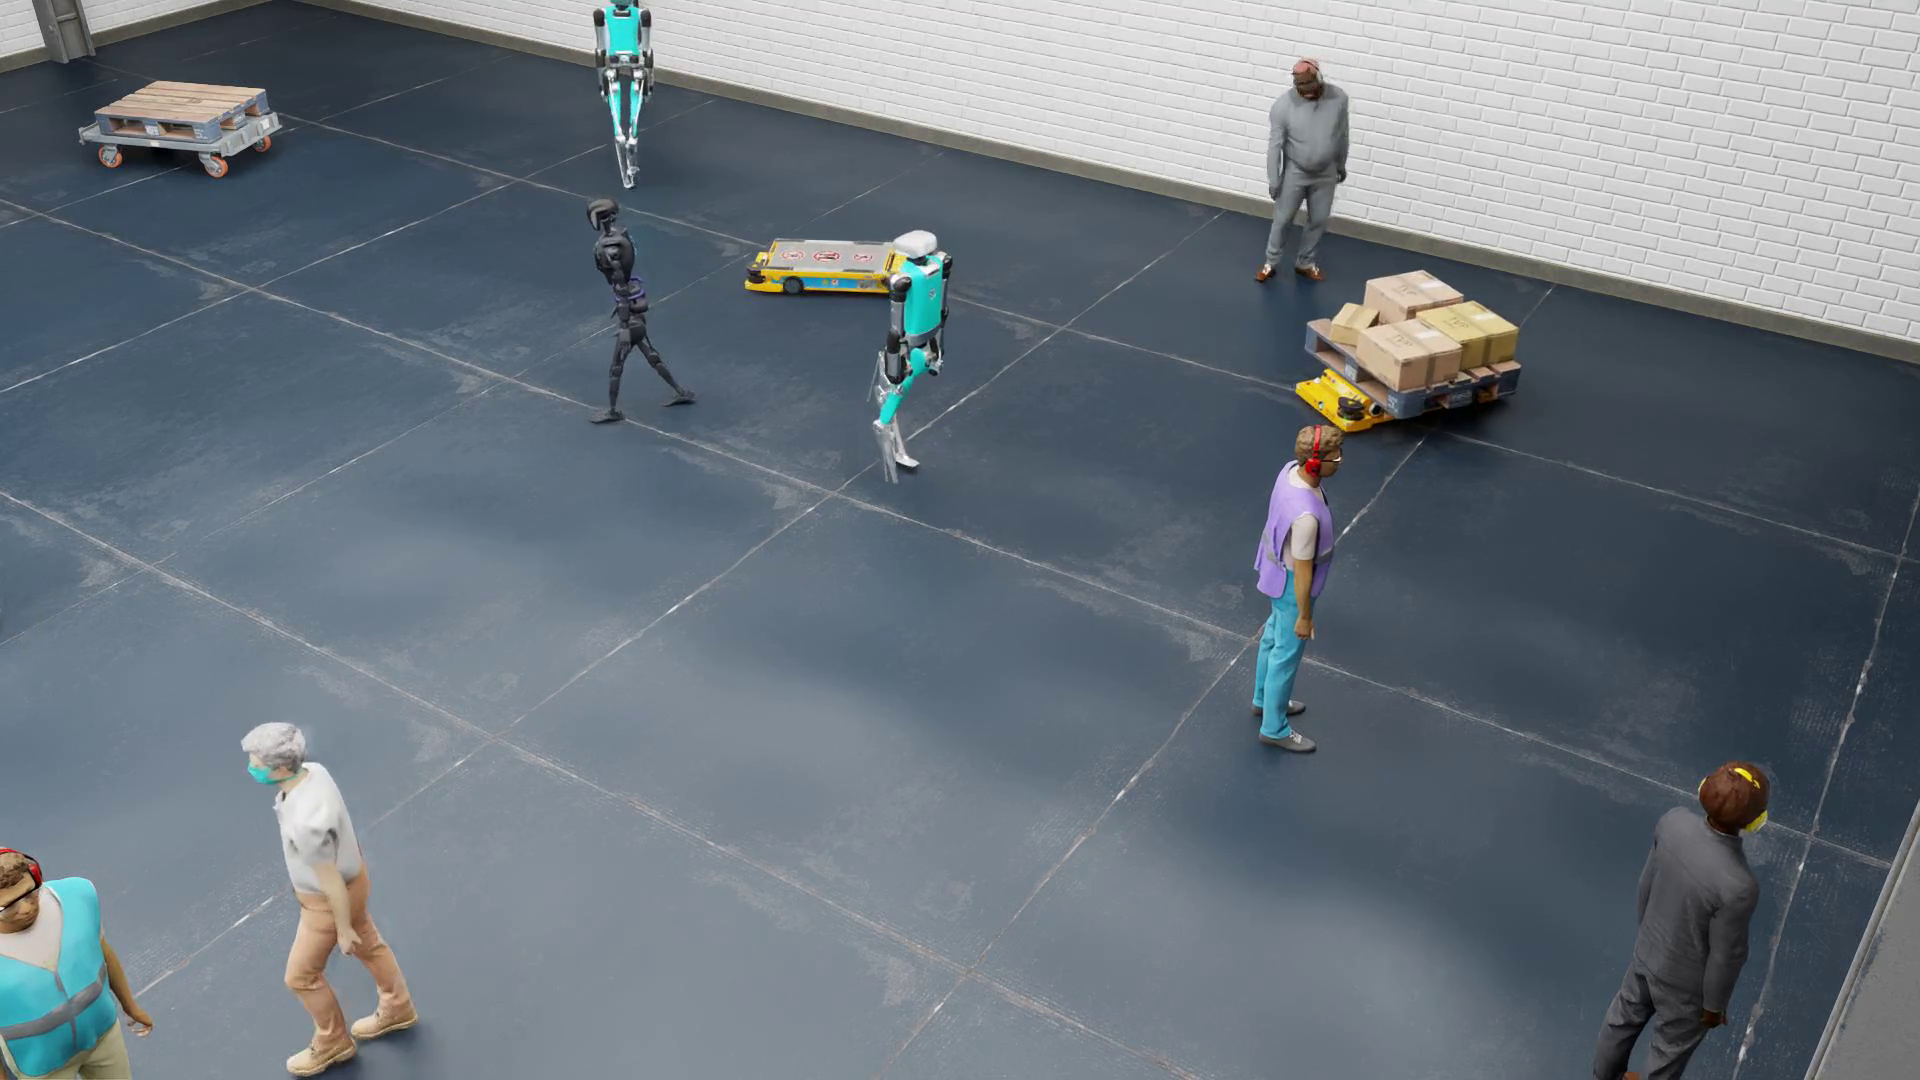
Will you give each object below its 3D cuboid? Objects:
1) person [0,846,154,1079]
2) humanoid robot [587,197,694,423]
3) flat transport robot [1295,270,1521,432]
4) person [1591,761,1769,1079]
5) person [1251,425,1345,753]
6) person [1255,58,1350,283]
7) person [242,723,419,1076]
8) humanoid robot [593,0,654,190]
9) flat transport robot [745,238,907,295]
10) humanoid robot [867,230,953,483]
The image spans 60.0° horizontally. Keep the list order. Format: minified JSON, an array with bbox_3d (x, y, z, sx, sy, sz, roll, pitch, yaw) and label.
[{"bbox_3d":[-3.217,1.810,5.985,0.389,1.843,0.562,17,37,25],"label":"person"},{"bbox_3d":[-2.275,-1.596,11.484,0.765,1.620,0.611,-8,34,-12],"label":"humanoid robot"},{"bbox_3d":[3.214,-1.122,12.002,1.431,0.231,0.659,-13,35,-19],"label":"flat transport robot"},{"bbox_3d":[2.734,1.592,6.294,0.353,1.877,0.495,-10,34,-15],"label":"person"},{"bbox_3d":[1.687,0.236,8.430,0.383,1.845,0.569,1,33,2],"label":"person"},{"bbox_3d":[2.781,-2.933,13.355,0.724,1.880,0.397,-4,33,-7],"label":"person"},{"bbox_3d":[-2.625,1.438,6.672,0.684,1.720,0.522,-11,34,-17],"label":"person"},{"bbox_3d":[-3.067,-4.077,15.326,0.562,1.853,0.800,-4,33,-6],"label":"humanoid robot"},{"bbox_3d":[-1.014,-2.246,13.750,1.431,0.231,0.659,3,33,4],"label":"flat transport robot"},{"bbox_3d":[-0.431,-1.155,10.786,0.729,1.881,0.540,23,39,32],"label":"humanoid robot"}]
